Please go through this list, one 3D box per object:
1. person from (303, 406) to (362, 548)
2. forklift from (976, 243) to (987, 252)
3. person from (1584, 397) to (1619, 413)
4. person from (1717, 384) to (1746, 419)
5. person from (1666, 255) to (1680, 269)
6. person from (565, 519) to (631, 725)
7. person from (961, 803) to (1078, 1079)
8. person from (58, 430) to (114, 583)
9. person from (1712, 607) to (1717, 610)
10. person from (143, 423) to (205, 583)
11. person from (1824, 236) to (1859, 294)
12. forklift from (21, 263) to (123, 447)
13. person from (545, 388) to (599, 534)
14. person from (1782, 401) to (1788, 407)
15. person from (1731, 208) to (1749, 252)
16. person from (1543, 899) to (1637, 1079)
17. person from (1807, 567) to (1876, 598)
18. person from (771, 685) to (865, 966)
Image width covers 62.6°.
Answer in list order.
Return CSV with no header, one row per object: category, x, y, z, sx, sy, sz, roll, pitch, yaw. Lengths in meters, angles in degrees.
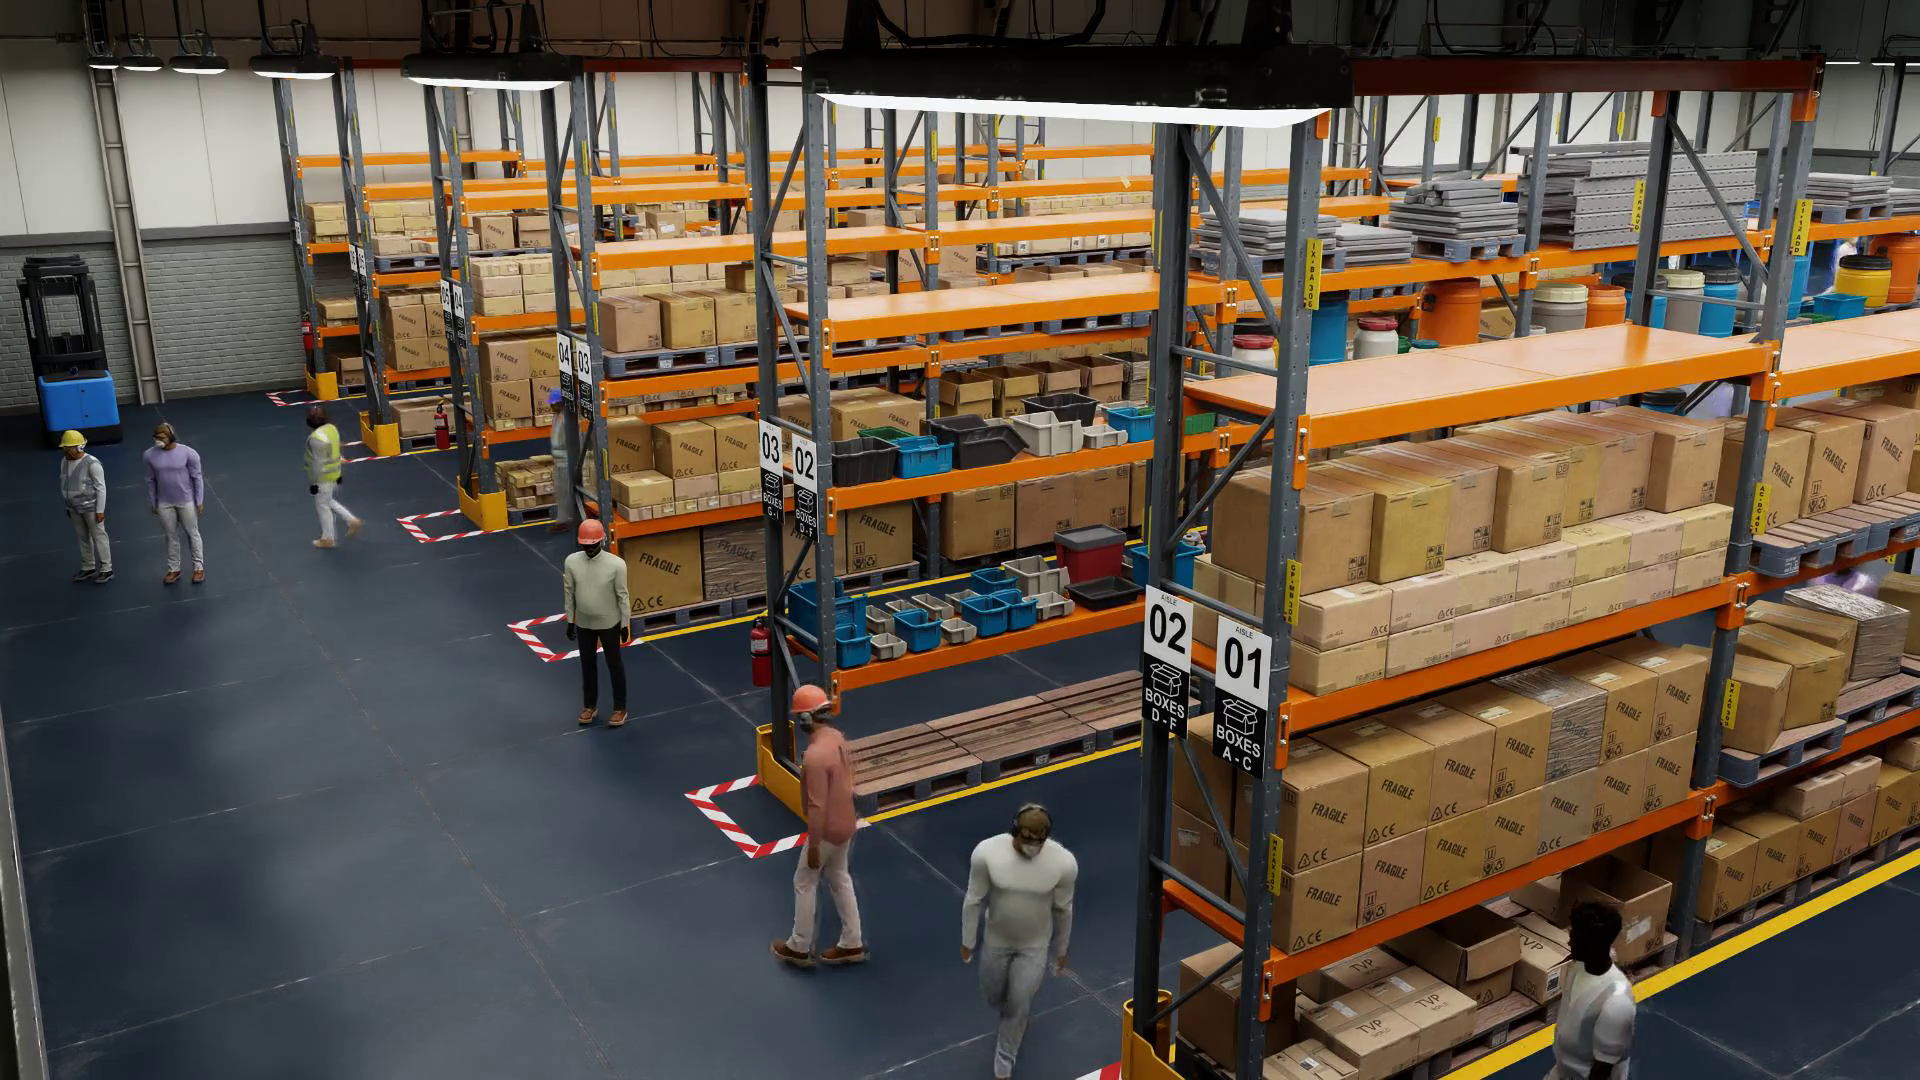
person,-8.001,-0.800,19.940,0.515,1.827,0.630,-1,17,-2
forklift,0.988,-5.474,34.718,1.214,2.155,2.313,-10,20,-31
person,9.409,-1.801,23.069,0.587,1.920,0.395,15,22,40
person,10.918,-1.525,22.198,0.948,1.891,0.569,-2,17,-5
person,19.487,-7.831,42.969,0.634,1.842,0.429,-7,18,-22
person,-3.349,0.753,14.584,0.618,1.987,0.405,3,17,11
person,0.357,2.360,9.473,0.679,1.901,0.755,2,17,5
person,-10.341,-0.402,18.625,0.593,1.833,0.404,6,18,19
person,8.569,-0.179,17.718,0.376,1.935,0.550,-3,17,-9
person,-9.222,-0.444,18.590,0.628,1.936,0.375,-2,17,-6
person,21.988,-6.746,39.380,0.653,1.865,0.757,-9,19,-27
forklift,-14.518,-3.079,25.708,1.129,2.768,1.873,-10,20,-31
person,-5.075,-1.043,20.568,0.702,1.924,0.617,-10,20,-31
person,14.500,-3.103,27.670,0.536,1.725,0.897,9,19,28
person,25.035,-10.220,50.660,0.543,1.928,0.374,-10,20,-30
person,3.258,2.752,8.151,0.994,1.924,0.625,-1,17,-2
person,7.879,0.868,14.176,0.858,2.015,0.614,-11,20,-32
person,-0.985,1.948,10.735,0.752,1.941,0.692,5,18,15
